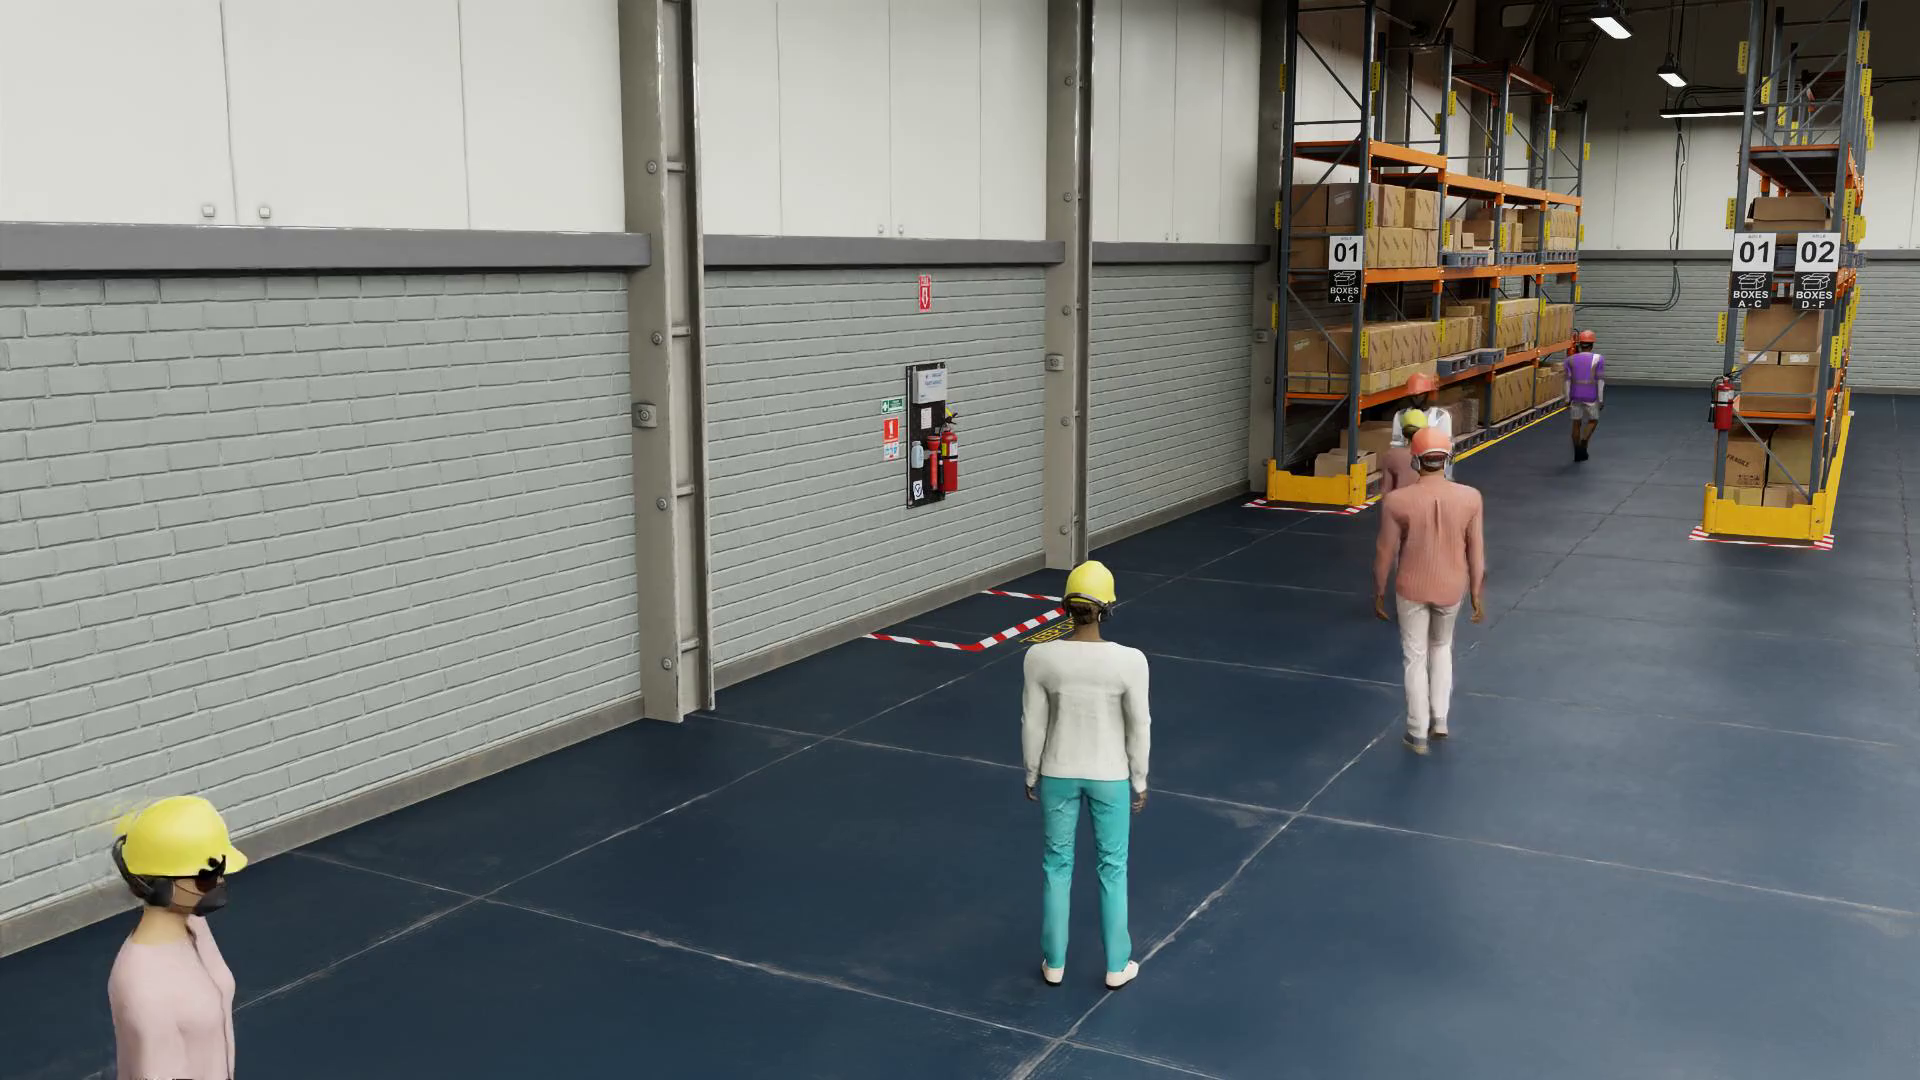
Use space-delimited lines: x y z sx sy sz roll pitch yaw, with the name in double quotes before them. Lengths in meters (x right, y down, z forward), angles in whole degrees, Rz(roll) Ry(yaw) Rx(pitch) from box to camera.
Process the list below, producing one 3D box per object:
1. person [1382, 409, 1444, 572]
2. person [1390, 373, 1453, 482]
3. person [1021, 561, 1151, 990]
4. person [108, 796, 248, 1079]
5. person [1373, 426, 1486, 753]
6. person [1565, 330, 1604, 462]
"person" 3.685 -0.194 13.632 0.526 1.749 0.580 7 12 34
"person" 4.272 -0.602 15.556 0.552 1.901 0.786 8 13 40
"person" 0.514 0.961 6.814 0.527 1.767 0.331 2 10 13
"person" -1.772 1.451 3.978 0.570 1.745 0.562 -2 10 -10
"person" 2.820 0.296 10.079 0.650 1.977 0.476 0 10 -1
"person" 9.087 -2.088 24.199 0.576 1.924 0.415 7 12 37
